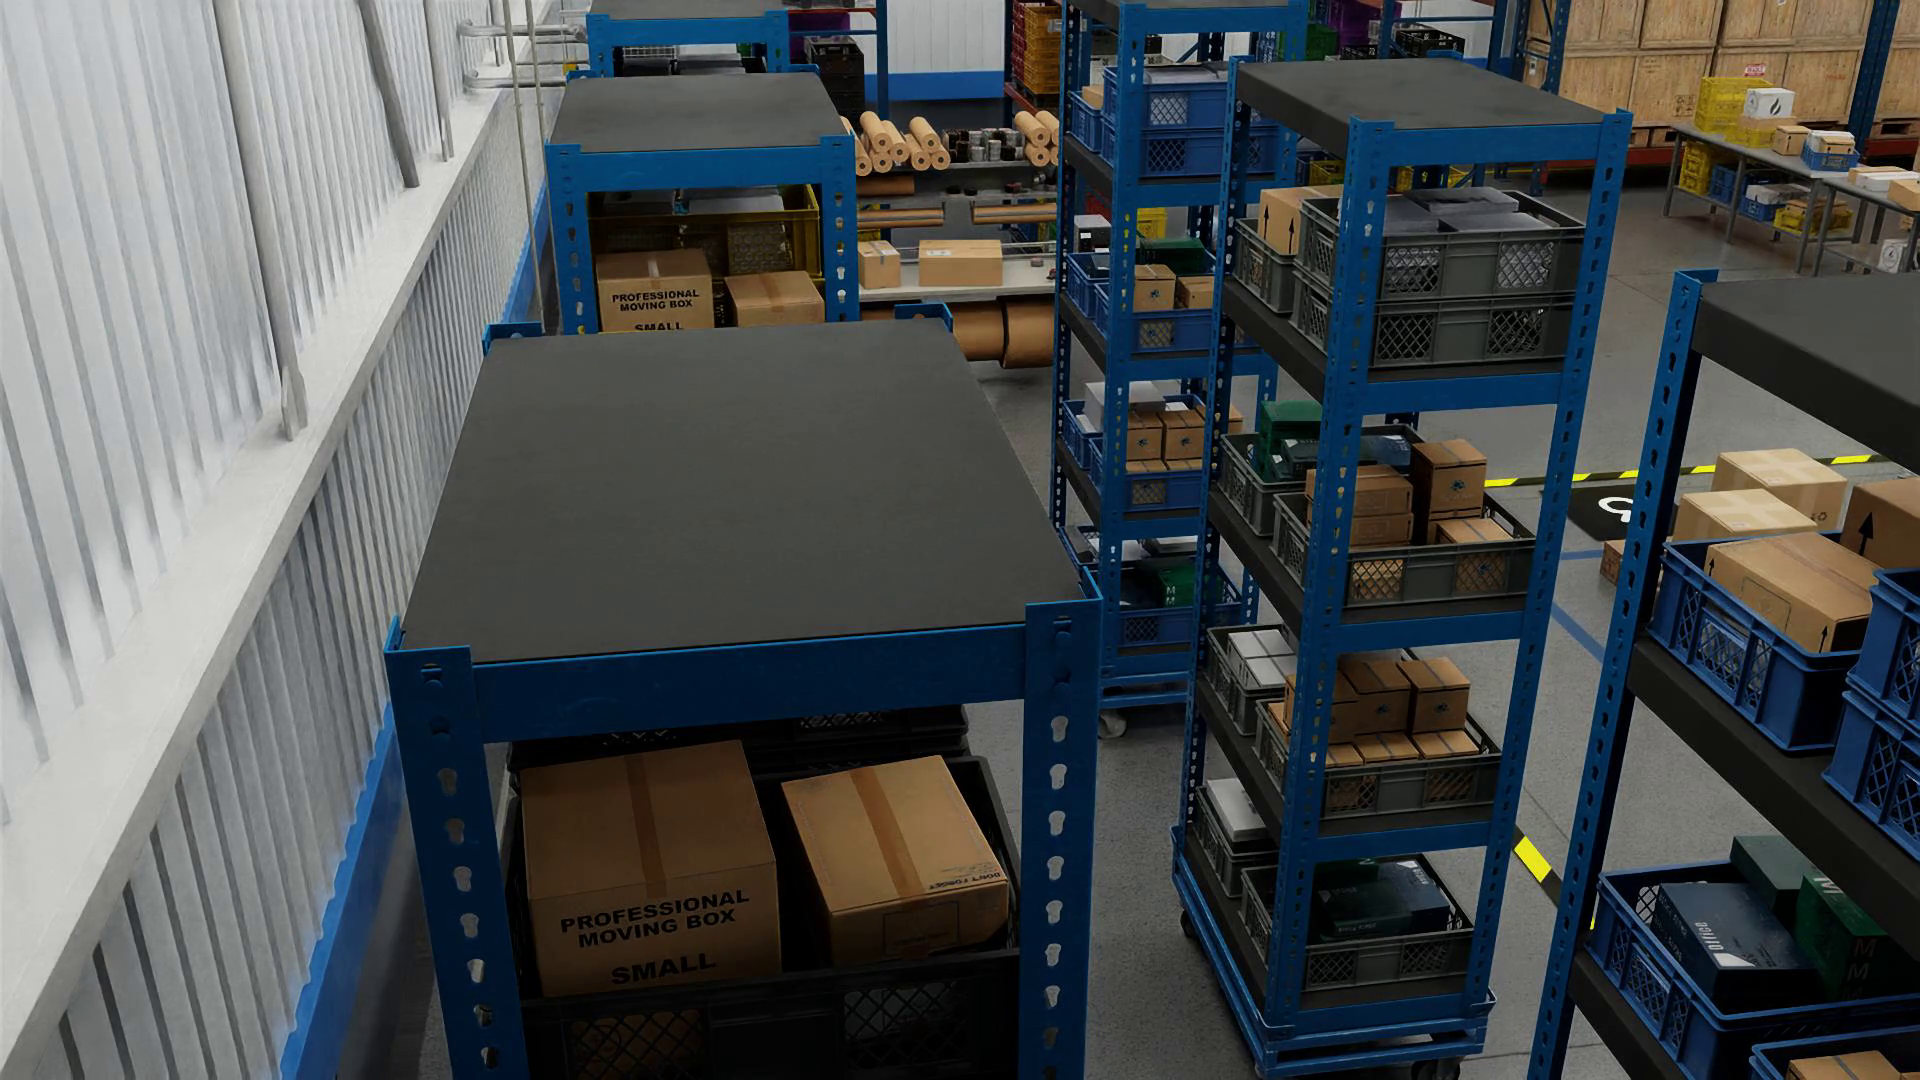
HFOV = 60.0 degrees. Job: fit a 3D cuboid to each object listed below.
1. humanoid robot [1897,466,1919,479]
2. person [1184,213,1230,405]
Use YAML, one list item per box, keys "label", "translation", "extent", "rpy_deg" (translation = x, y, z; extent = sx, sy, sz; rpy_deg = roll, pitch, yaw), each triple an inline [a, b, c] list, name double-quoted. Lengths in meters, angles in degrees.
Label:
- label: "humanoid robot"
  translation: [6.431, -1.143, 10.866]
  extent: [0.735, 1.677, 0.533]
  rpy_deg: [-11, 27, -22]
- label: "person"
  translation: [1.642, -1.278, 11.183]
  extent: [0.374, 1.852, 0.588]
  rpy_deg: [-5, 25, -11]
